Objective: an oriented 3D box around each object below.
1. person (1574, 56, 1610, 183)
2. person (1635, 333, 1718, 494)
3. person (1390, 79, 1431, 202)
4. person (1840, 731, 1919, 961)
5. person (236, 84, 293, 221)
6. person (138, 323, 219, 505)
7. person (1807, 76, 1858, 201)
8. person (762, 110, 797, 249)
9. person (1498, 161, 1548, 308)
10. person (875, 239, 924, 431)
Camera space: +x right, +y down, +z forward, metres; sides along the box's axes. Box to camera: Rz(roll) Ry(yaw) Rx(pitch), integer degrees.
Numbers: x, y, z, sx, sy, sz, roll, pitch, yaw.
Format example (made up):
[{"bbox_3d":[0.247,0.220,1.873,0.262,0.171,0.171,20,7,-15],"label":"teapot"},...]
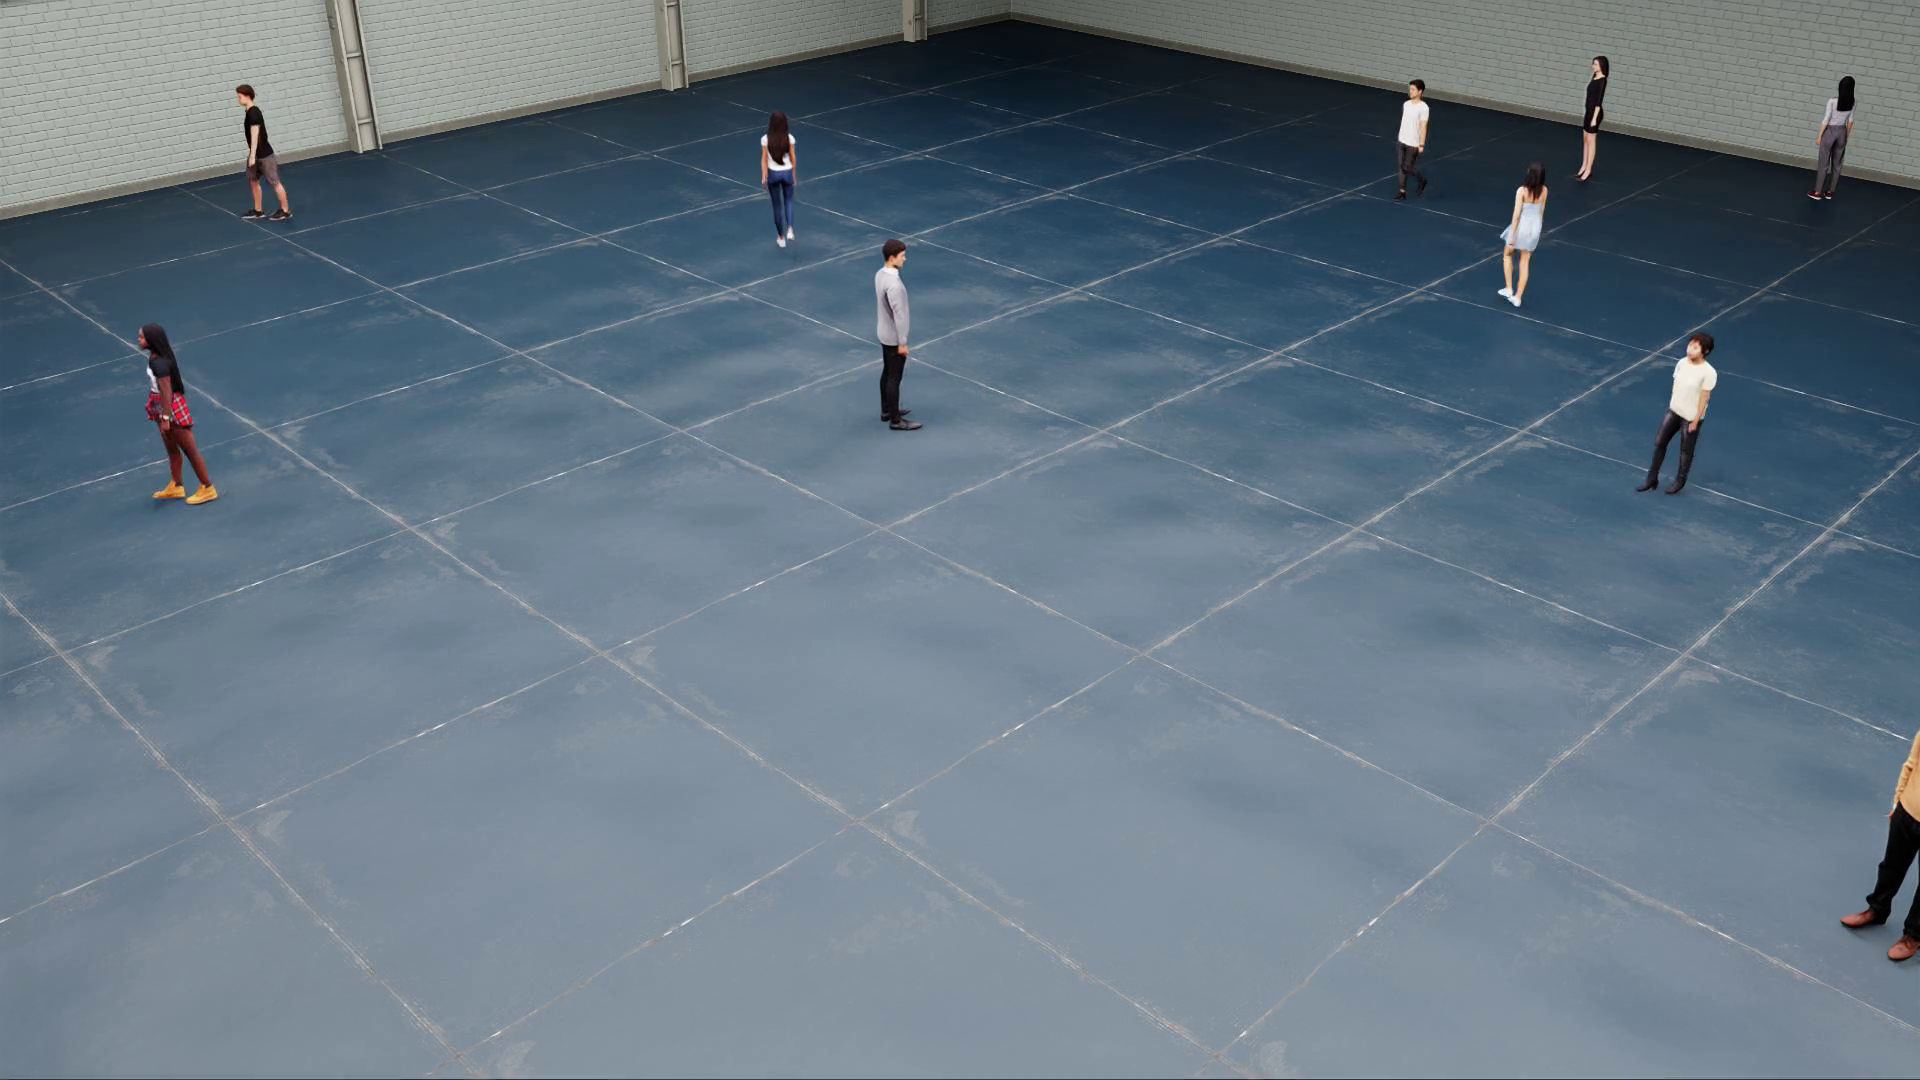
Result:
[{"bbox_3d":[9.294,-6.183,24.392,0.716,1.804,0.629,3,28,6],"label":"person"},{"bbox_3d":[6.678,-1.148,15.185,0.816,1.573,0.728,-13,31,-23],"label":"person"},{"bbox_3d":[6.419,-5.646,23.483,0.894,1.711,0.784,-12,30,-21],"label":"person"},{"bbox_3d":[5.684,1.652,9.736,0.717,1.751,0.732,-12,30,-21],"label":"person"},{"bbox_3d":[-9.419,-5.269,22.639,0.936,1.840,0.762,-19,33,-31],"label":"person"},{"bbox_3d":[-7.070,-1.144,15.016,0.804,1.723,0.688,-16,32,-28],"label":"person"},{"bbox_3d":[12.393,-5.700,23.561,0.673,1.733,0.727,1,28,1],"label":"person"},{"bbox_3d":[-2.317,-4.650,21.560,0.678,1.761,0.769,-7,29,-13],"label":"person"},{"bbox_3d":[6.705,-3.585,19.611,0.756,1.714,0.814,-4,28,-7],"label":"person"},{"bbox_3d":[-0.674,-2.044,16.498,0.811,1.920,0.834,-9,29,-16],"label":"person"}]
